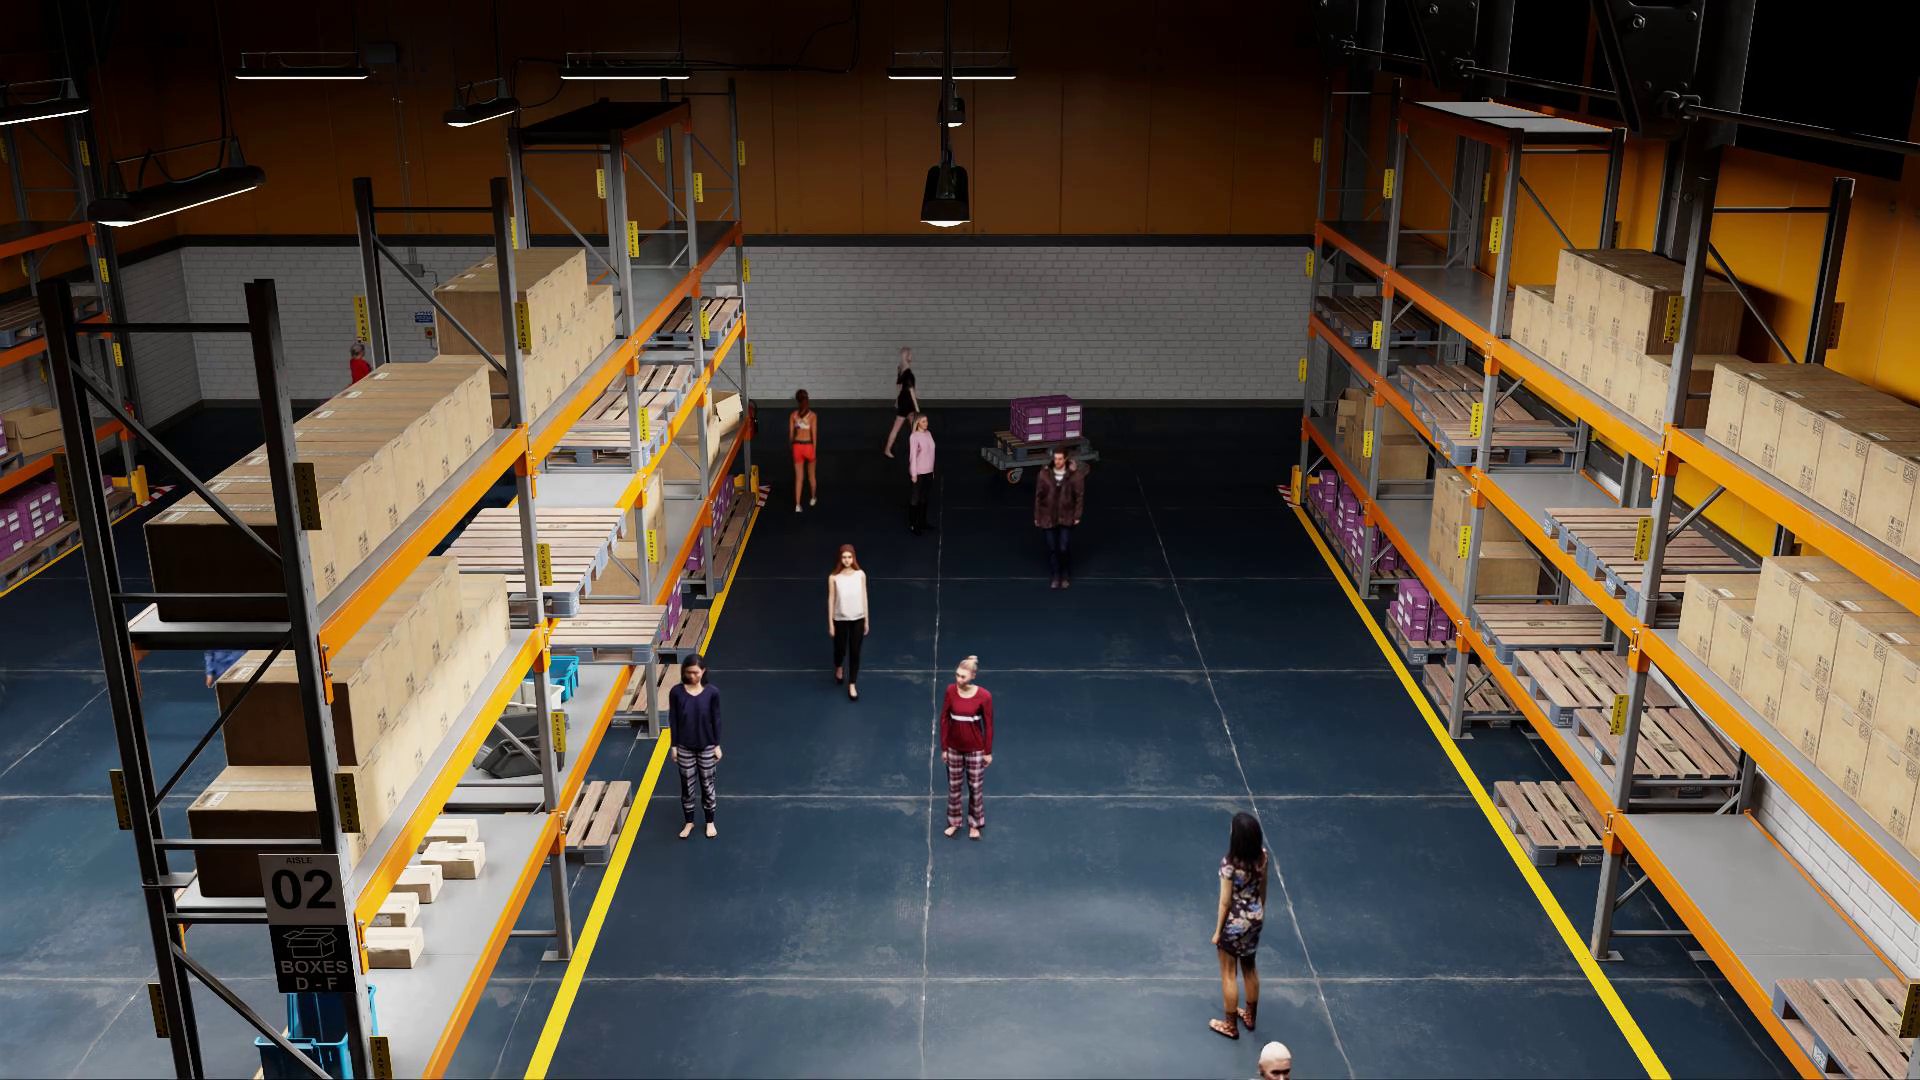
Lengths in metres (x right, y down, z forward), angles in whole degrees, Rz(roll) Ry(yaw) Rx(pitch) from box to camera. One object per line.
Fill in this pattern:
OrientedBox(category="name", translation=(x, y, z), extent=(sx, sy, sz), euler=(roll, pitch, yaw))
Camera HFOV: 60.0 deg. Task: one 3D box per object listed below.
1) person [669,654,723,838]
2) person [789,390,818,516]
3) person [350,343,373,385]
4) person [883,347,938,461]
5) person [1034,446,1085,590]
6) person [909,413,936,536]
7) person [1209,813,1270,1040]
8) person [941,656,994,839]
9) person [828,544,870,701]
OrientedBox(category="person", translation=(-2.327, 1.792, 14.680), extent=(0.610, 1.732, 0.517), euler=(-1, 19, -3))
OrientedBox(category="person", translation=(-2.242, -1.209, 23.564), extent=(0.556, 1.750, 1.089), euler=(0, 19, 1))
OrientedBox(category="person", translation=(-9.780, -2.363, 27.126), extent=(0.901, 1.663, 1.057), euler=(12, 22, 31))
OrientedBox(category="person", translation=(-0.950, -2.101, 26.167), extent=(0.969, 1.779, 1.193), euler=(-7, 20, -21))
OrientedBox(category="person", translation=(1.240, -0.298, 20.730), extent=(0.854, 1.833, 0.857), euler=(6, 19, 17))
OrientedBox(category="person", translation=(-0.539, -0.930, 22.832), extent=(0.745, 1.687, 0.669), euler=(15, 24, 37))
OrientedBox(category="person", translation=(1.996, 2.741, 11.859), extent=(0.672, 1.734, 0.683), euler=(-12, 22, -31))
OrientedBox(category="person", translation=(0.057, 1.815, 14.660), extent=(0.655, 1.702, 0.573), euler=(4, 19, 12))
OrientedBox(category="person", translation=(-1.192, 0.826, 17.582), extent=(0.671, 1.711, 0.815), euler=(-4, 19, -12))
